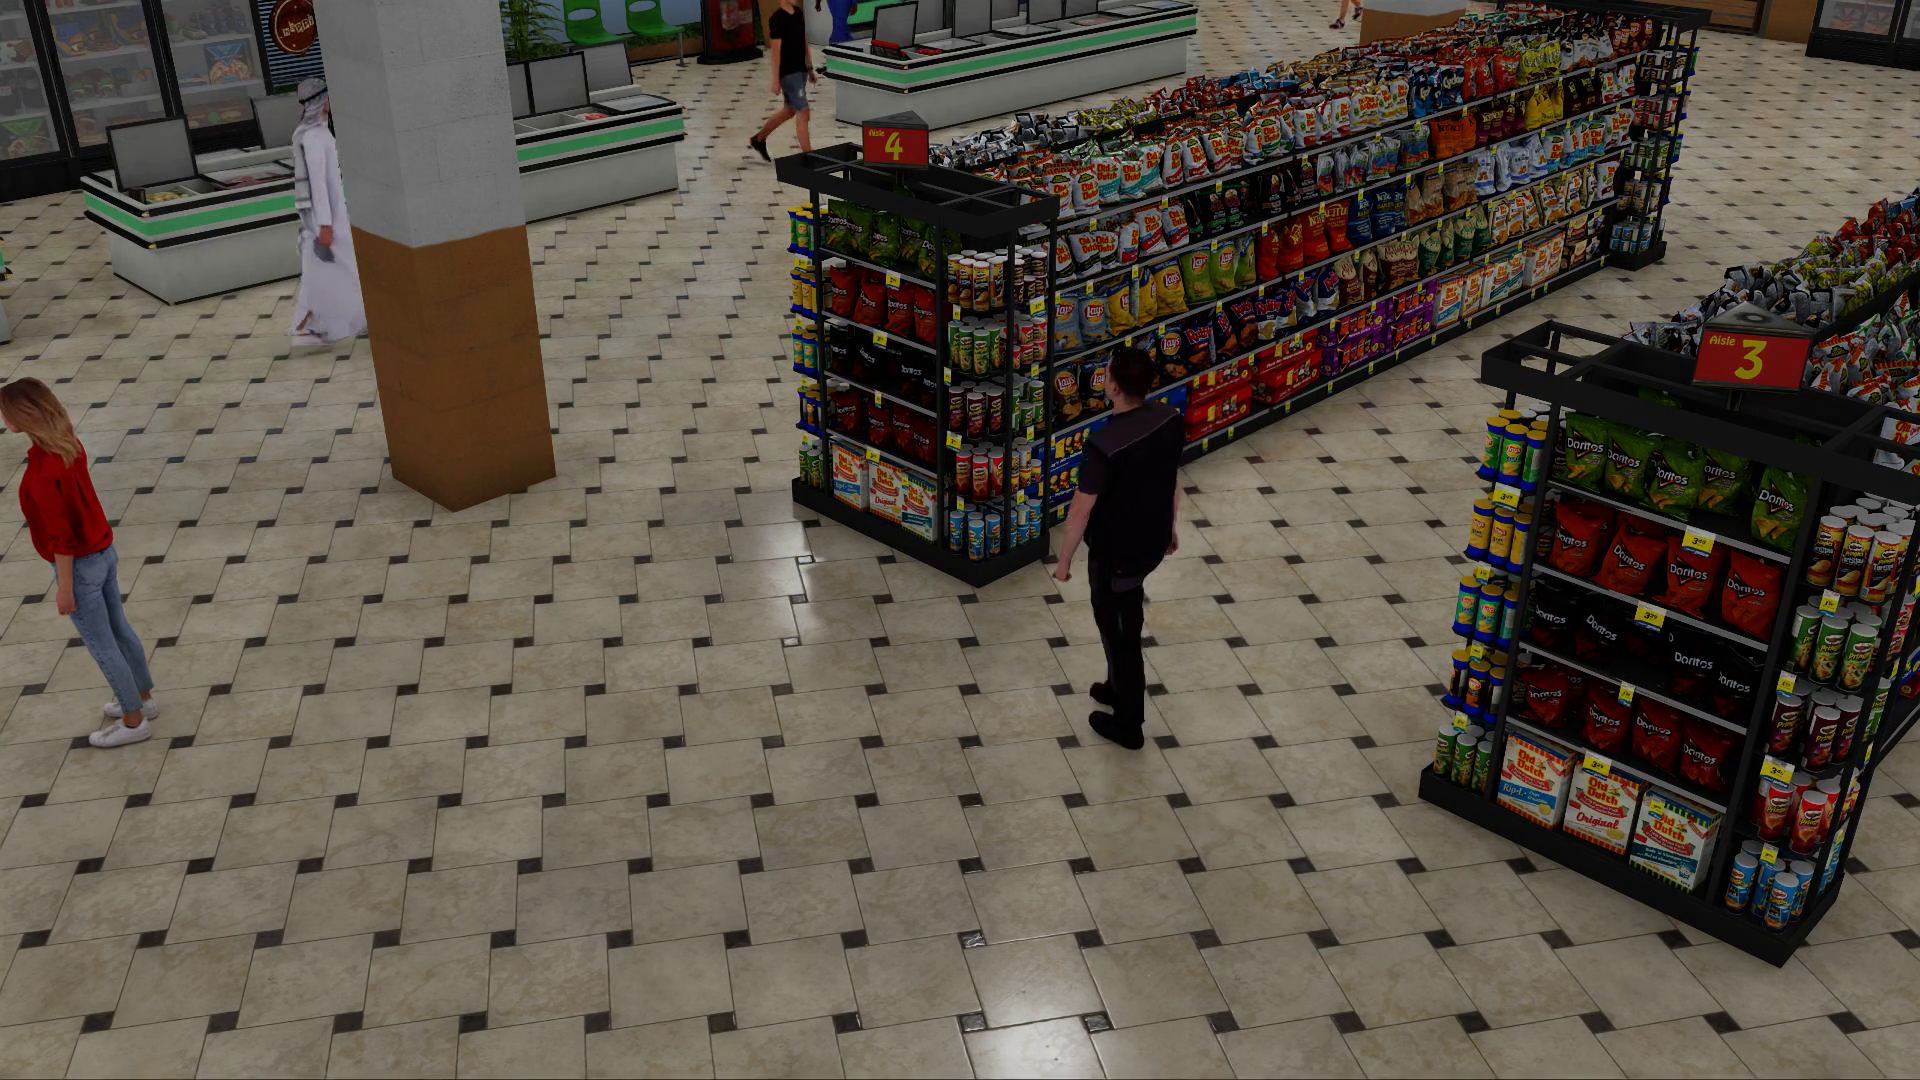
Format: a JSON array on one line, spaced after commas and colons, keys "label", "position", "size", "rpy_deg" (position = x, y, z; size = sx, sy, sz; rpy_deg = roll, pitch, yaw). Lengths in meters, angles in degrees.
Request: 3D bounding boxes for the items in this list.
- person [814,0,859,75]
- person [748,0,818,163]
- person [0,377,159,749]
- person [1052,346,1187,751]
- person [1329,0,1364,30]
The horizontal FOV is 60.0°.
[{"label": "person", "position": [-1.399, -6.593, 20.277], "size": [1.012, 1.781, 0.685], "rpy_deg": [-24, 35, -39]}, {"label": "person", "position": [-1.715, -4.526, 16.159], "size": [1.045, 1.819, 1.211], "rpy_deg": [9, 28, 18]}, {"label": "person", "position": [-3.773, 0.106, 7.151], "size": [0.710, 1.705, 0.695], "rpy_deg": [-5, 27, -9]}, {"label": "person", "position": [0.771, 0.078, 7.060], "size": [0.592, 1.837, 0.796], "rpy_deg": [-24, 35, -38]}, {"label": "person", "position": [5.503, -8.004, 23.136], "size": [0.931, 1.712, 0.734], "rpy_deg": [-13, 30, -23]}]
